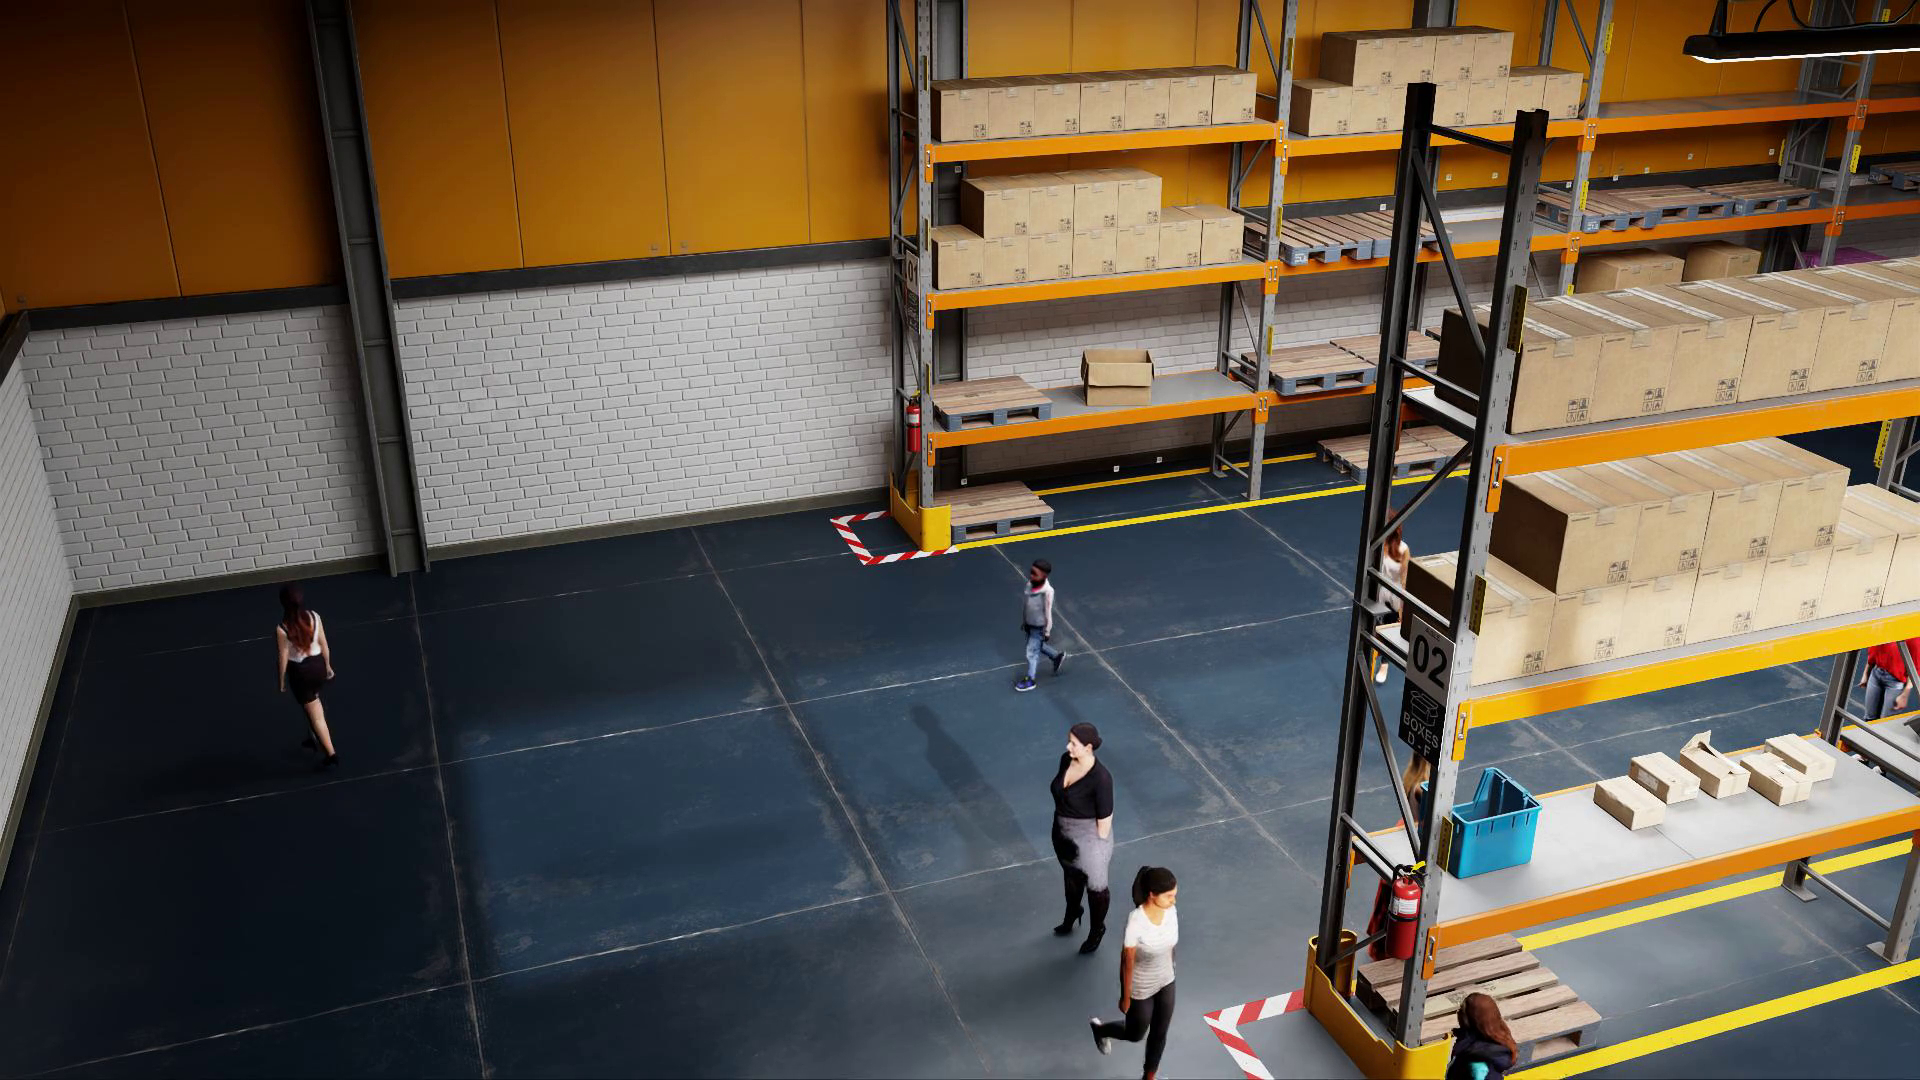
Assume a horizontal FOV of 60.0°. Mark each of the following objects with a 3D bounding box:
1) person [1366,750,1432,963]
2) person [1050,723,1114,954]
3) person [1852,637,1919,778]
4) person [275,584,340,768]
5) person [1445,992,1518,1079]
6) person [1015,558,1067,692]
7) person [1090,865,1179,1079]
[{"bbox_3d":[3.037,2.075,11.196,0.755,1.800,0.724,5,24,11],"label":"person"},{"bbox_3d":[0.849,2.017,11.380,0.700,1.758,0.730,-15,28,-31],"label":"person"},{"bbox_3d":[7.493,1.158,13.413,0.513,1.703,0.626,-7,25,-16],"label":"person"},{"bbox_3d":[-5.258,1.142,13.538,0.863,1.632,0.828,15,28,30],"label":"person"},{"bbox_3d":[2.879,3.152,9.161,1.033,1.457,0.952,9,25,20],"label":"person"},{"bbox_3d":[0.742,0.728,14.969,0.819,1.245,0.531,-12,26,-26],"label":"person"},{"bbox_3d":[1.072,2.654,10.093,0.907,1.622,0.855,-20,30,-38],"label":"person"}]
